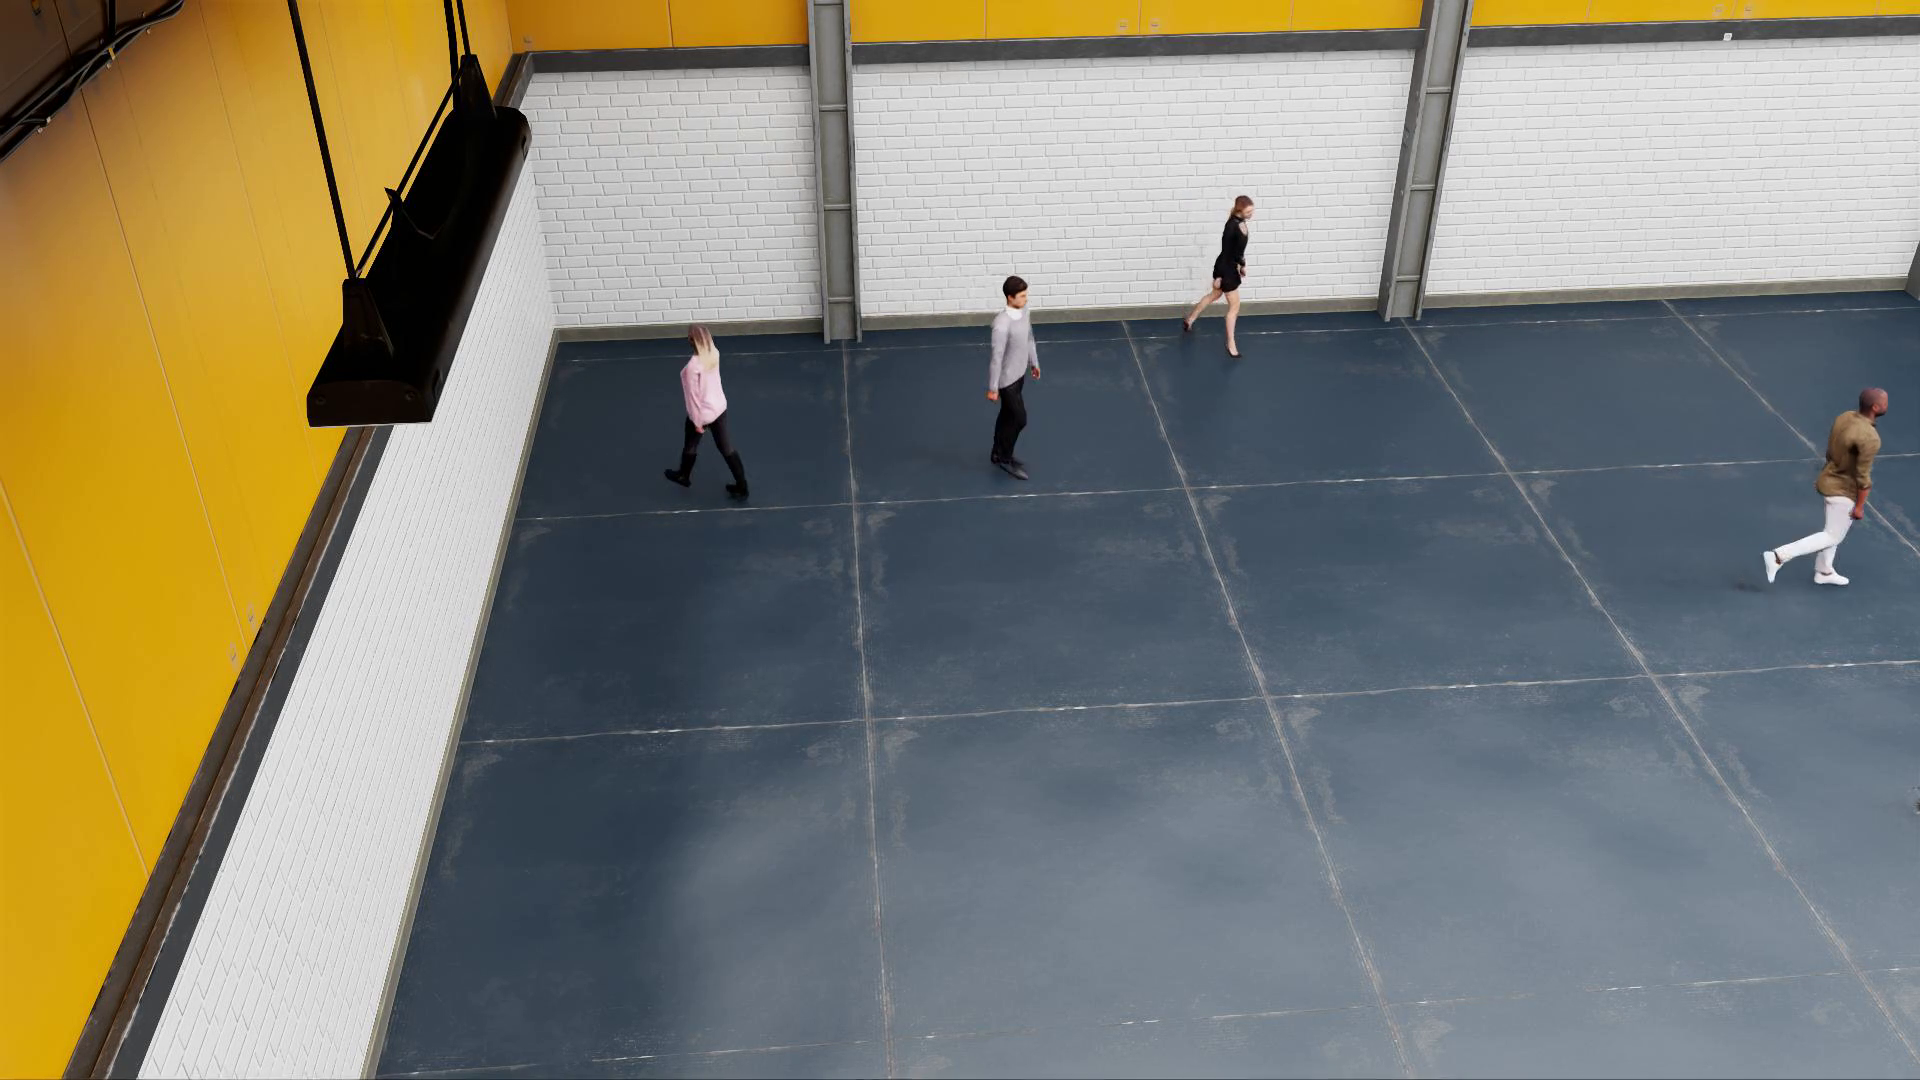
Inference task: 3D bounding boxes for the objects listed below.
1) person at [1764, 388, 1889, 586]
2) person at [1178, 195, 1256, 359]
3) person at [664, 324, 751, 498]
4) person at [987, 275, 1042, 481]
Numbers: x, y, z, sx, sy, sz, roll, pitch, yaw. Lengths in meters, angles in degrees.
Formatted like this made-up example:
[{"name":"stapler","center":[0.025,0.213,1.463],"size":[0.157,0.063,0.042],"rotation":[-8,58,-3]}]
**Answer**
[{"name":"person","center":[6.937,-0.379,13.242],"size":[1.067,1.803,0.840],"rotation":[3,34,5]},{"name":"person","center":[2.656,-2.690,16.786],"size":[1.075,1.729,0.885],"rotation":[10,35,15]},{"name":"person","center":[-2.120,-1.082,14.442],"size":[1.148,1.645,1.019],"rotation":[19,38,26]},{"name":"person","center":[0.352,-1.493,14.822],"size":[0.874,1.908,0.873],"rotation":[11,35,16]}]
